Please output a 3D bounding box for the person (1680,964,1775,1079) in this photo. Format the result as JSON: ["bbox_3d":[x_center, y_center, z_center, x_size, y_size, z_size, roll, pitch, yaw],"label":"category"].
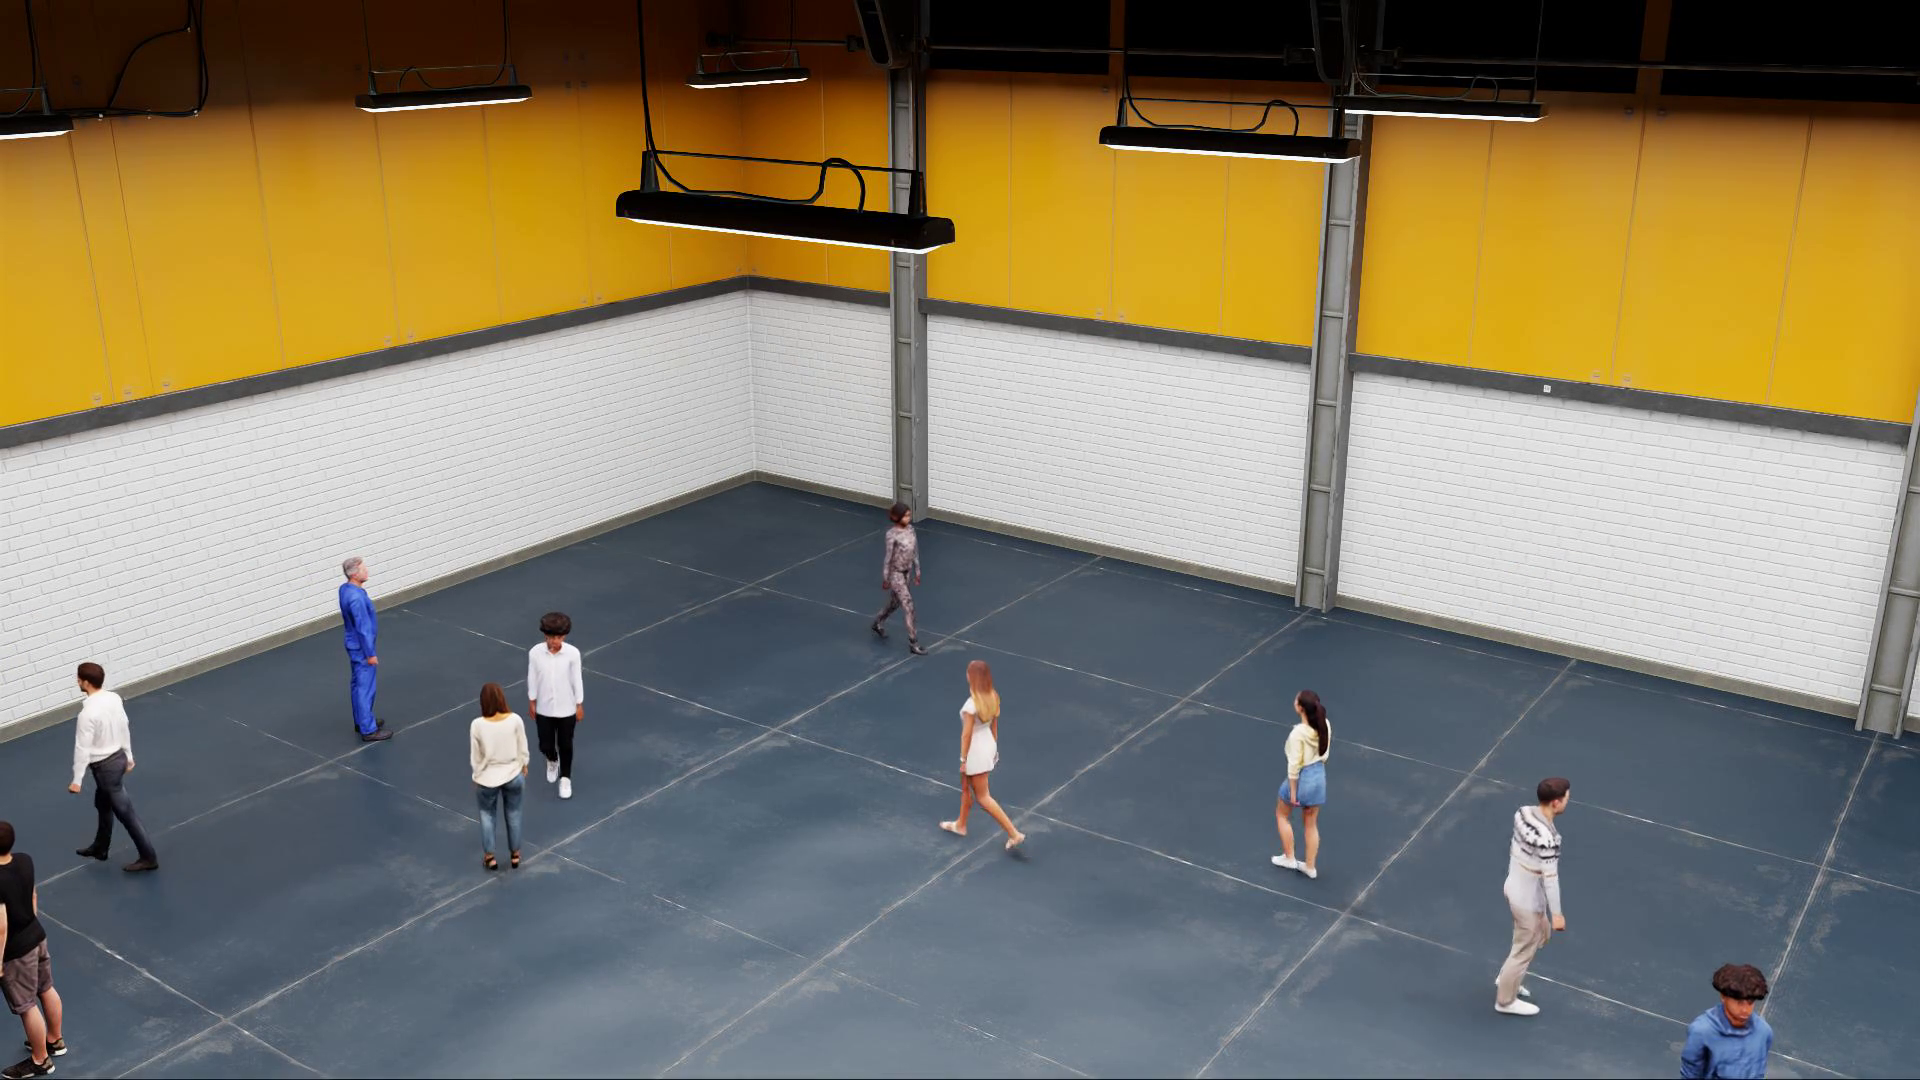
[{"bbox_3d":[4.394,3.252,9.628,0.720,1.808,0.813,-1,19,-3],"label":"person"}]

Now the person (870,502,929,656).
[{"bbox_3d":[-0.716,0.401,18.310,1.168,1.671,0.666,16,25,40],"label":"person"}]

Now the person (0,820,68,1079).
[{"bbox_3d":[-6.302,2.714,11.142,0.795,1.862,0.775,0,19,0],"label":"person"}]

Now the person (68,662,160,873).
[{"bbox_3d":[-6.873,1.885,13.623,1.124,1.849,1.013,-1,19,-2],"label":"person"}]

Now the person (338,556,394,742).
[{"bbox_3d":[-5.833,1.038,16.168,0.850,1.830,0.670,-10,21,-28],"label":"person"}]

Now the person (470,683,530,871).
[{"bbox_3d":[-3.765,1.965,13.652,0.716,1.679,0.750,-6,19,-16],"label":"person"}]

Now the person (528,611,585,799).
[{"bbox_3d":[-3.647,1.451,15.007,0.908,1.788,0.962,0,19,-1],"label":"person"}]

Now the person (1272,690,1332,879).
[{"bbox_3d":[2.879,2.021,13.582,0.732,1.618,0.741,-11,21,-29],"label":"person"}]

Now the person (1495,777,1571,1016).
[{"bbox_3d":[3.930,2.520,11.752,0.803,1.839,0.793,1,19,4],"label":"person"}]

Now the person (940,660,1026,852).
[{"bbox_3d":[0.220,1.846,14.033,1.091,1.662,0.572,12,22,32],"label":"person"}]
